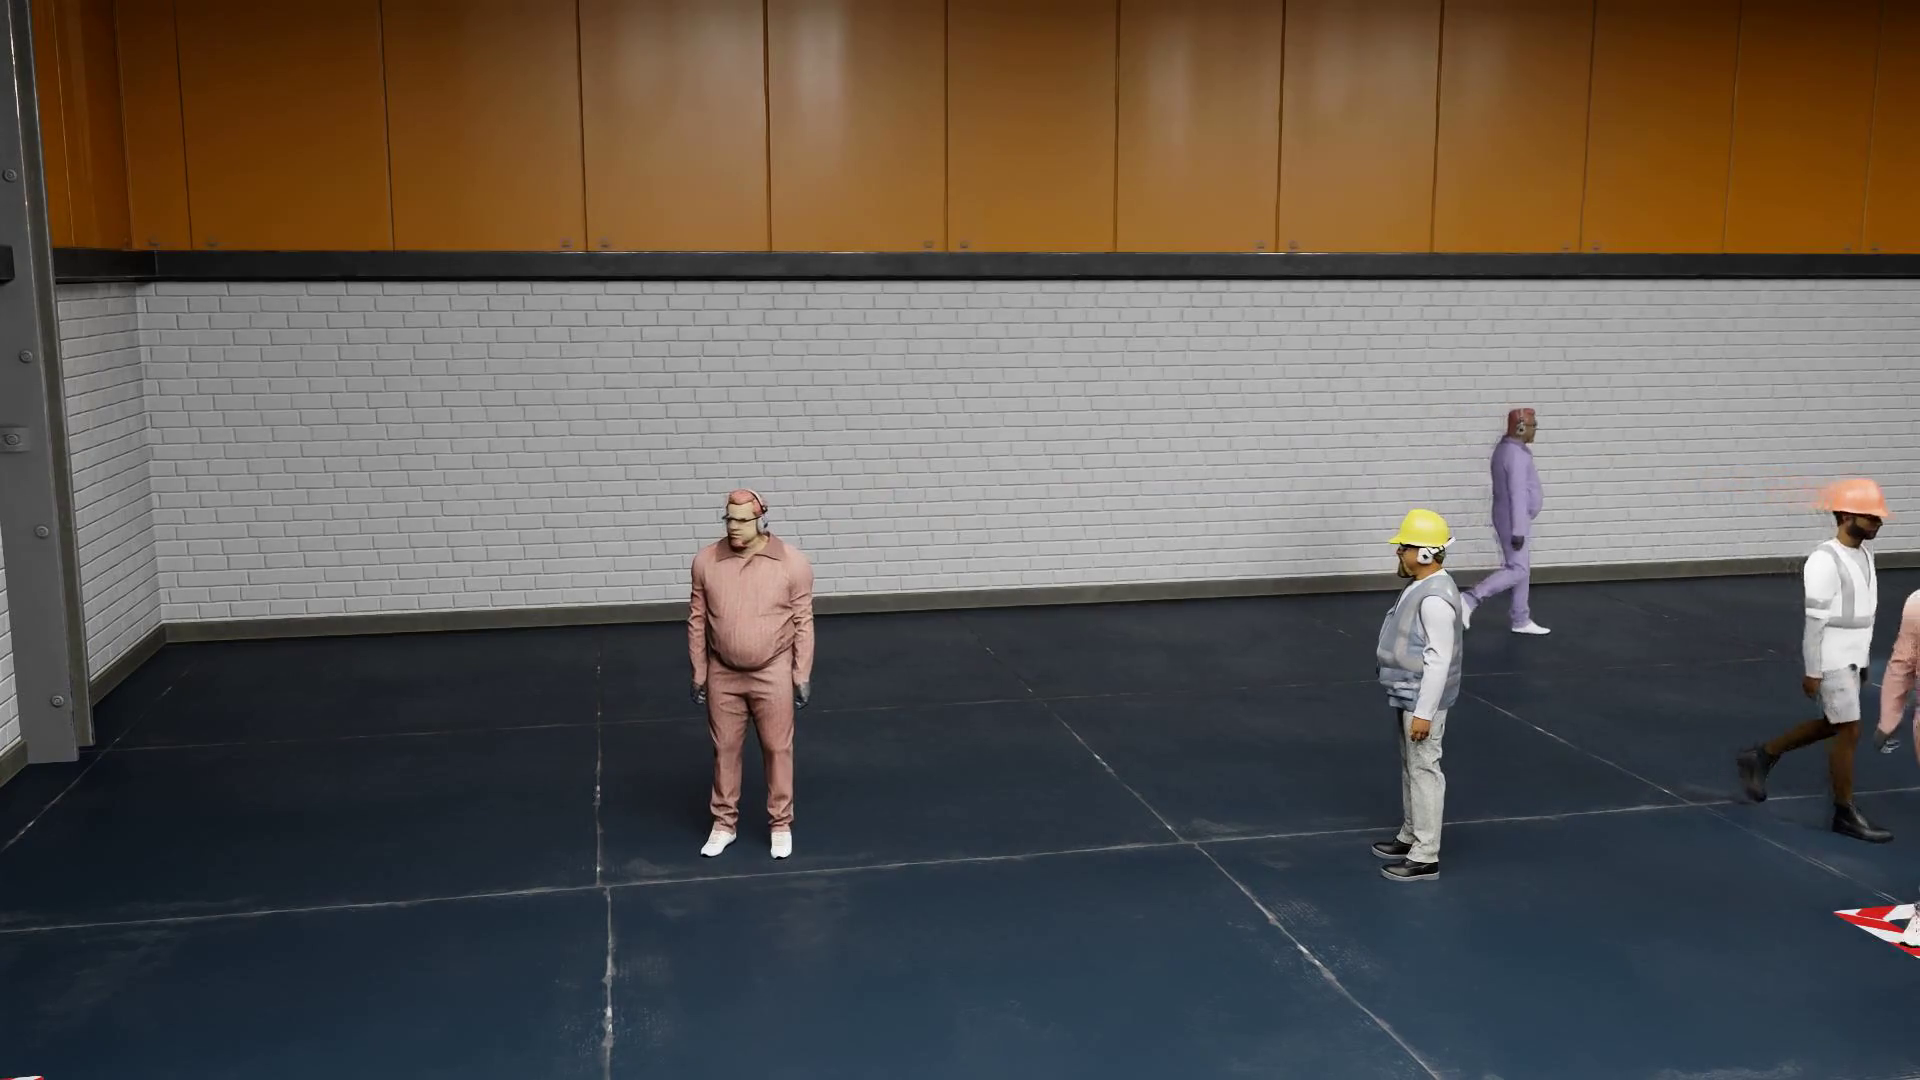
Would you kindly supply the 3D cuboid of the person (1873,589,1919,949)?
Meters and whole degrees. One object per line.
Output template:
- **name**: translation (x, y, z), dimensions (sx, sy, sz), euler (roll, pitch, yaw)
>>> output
- **person**: translation (4.587, 0.856, 7.558), dimensions (0.980, 1.857, 0.678), euler (-6, 11, -31)

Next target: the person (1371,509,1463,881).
- **person**: translation (2.253, 0.756, 8.200), dimensions (0.403, 1.833, 0.591), euler (1, 9, 7)

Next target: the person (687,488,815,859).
- **person**: translation (-1.067, 0.682, 8.439), dimensions (0.646, 1.904, 0.401), euler (1, 9, 6)

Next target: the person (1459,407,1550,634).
- **person**: translation (4.453, -0.145, 13.523), dimensions (0.721, 1.886, 0.657), euler (1, 9, 9)

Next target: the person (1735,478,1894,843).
- **person**: translation (4.614, 0.601, 8.903), dimensions (0.545, 1.918, 0.816), euler (-8, 12, -39)
